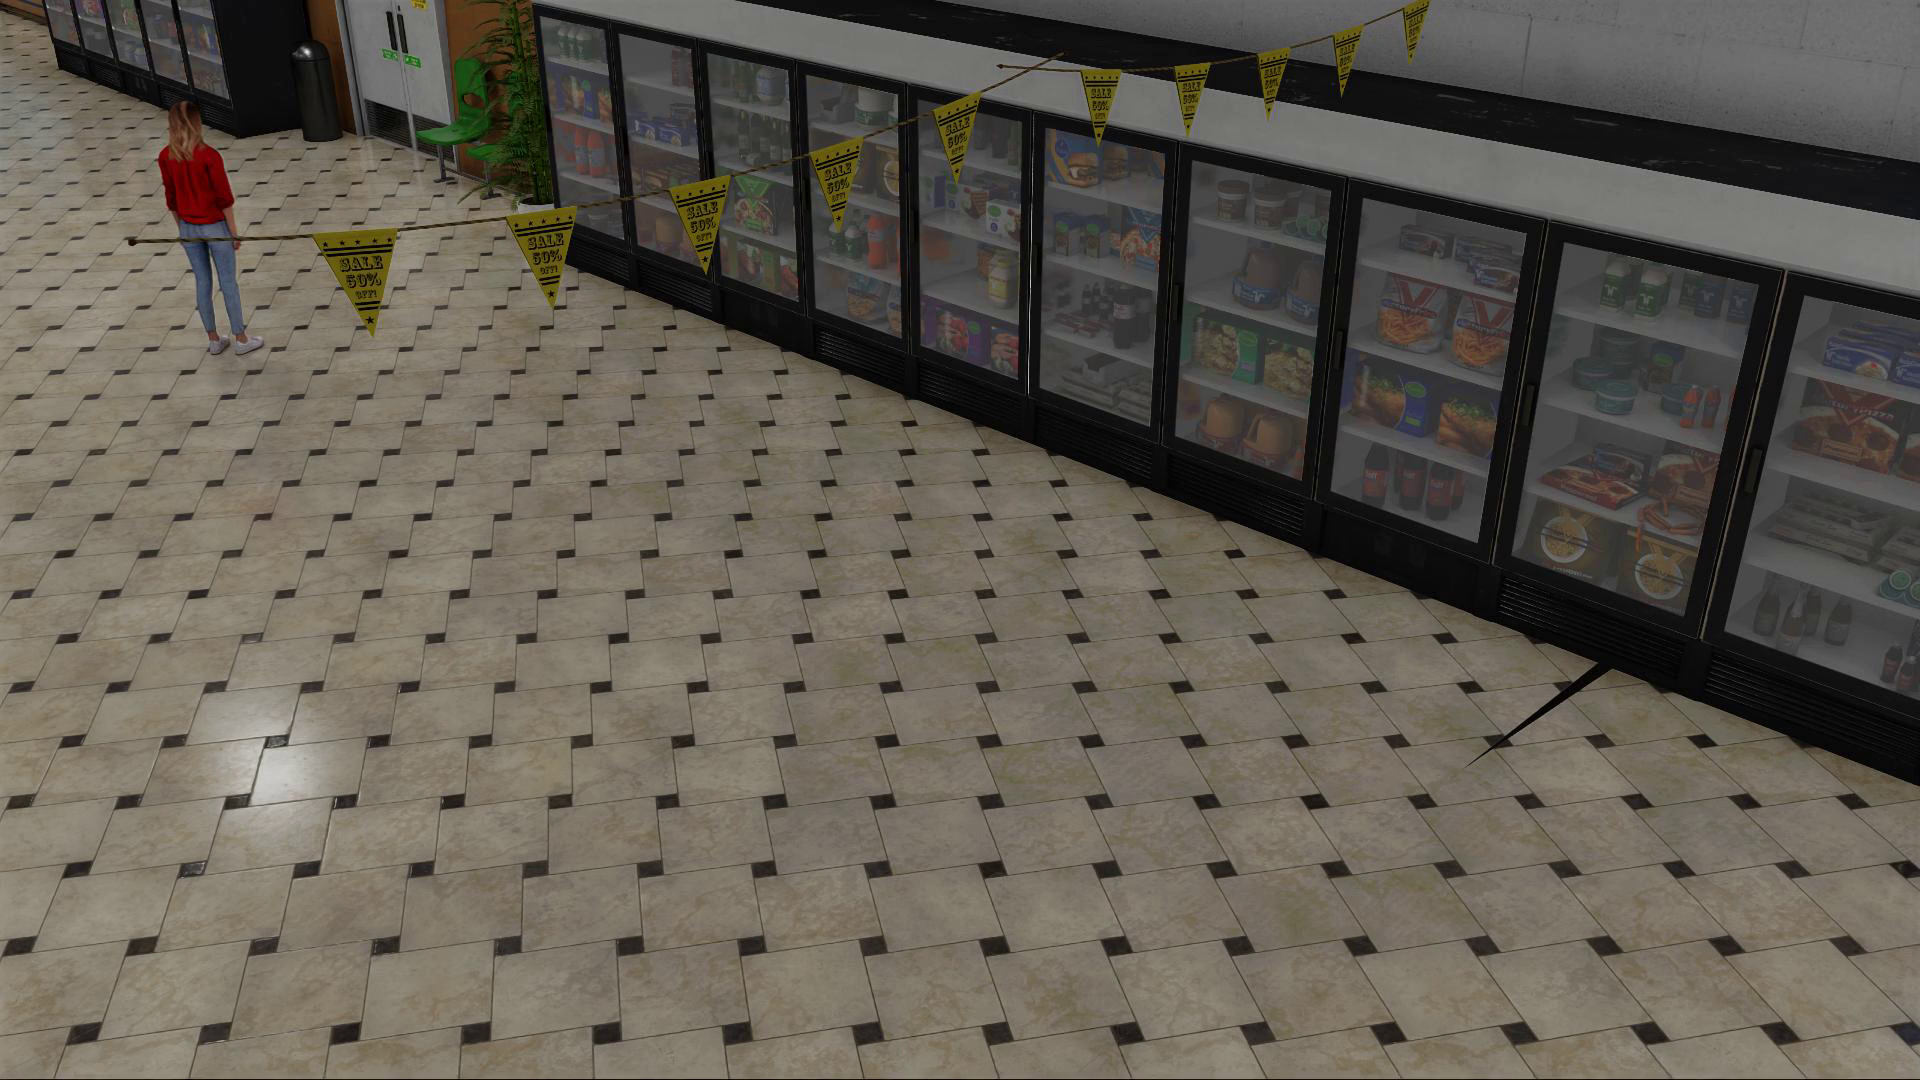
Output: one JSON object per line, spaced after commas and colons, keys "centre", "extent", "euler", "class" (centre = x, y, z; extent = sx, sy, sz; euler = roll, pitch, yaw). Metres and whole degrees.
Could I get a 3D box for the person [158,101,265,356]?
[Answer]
{"centre": [-5.058, -2.078, 11.150], "extent": [0.687, 1.703, 0.715], "euler": [4, 27, 7], "class": "person"}
